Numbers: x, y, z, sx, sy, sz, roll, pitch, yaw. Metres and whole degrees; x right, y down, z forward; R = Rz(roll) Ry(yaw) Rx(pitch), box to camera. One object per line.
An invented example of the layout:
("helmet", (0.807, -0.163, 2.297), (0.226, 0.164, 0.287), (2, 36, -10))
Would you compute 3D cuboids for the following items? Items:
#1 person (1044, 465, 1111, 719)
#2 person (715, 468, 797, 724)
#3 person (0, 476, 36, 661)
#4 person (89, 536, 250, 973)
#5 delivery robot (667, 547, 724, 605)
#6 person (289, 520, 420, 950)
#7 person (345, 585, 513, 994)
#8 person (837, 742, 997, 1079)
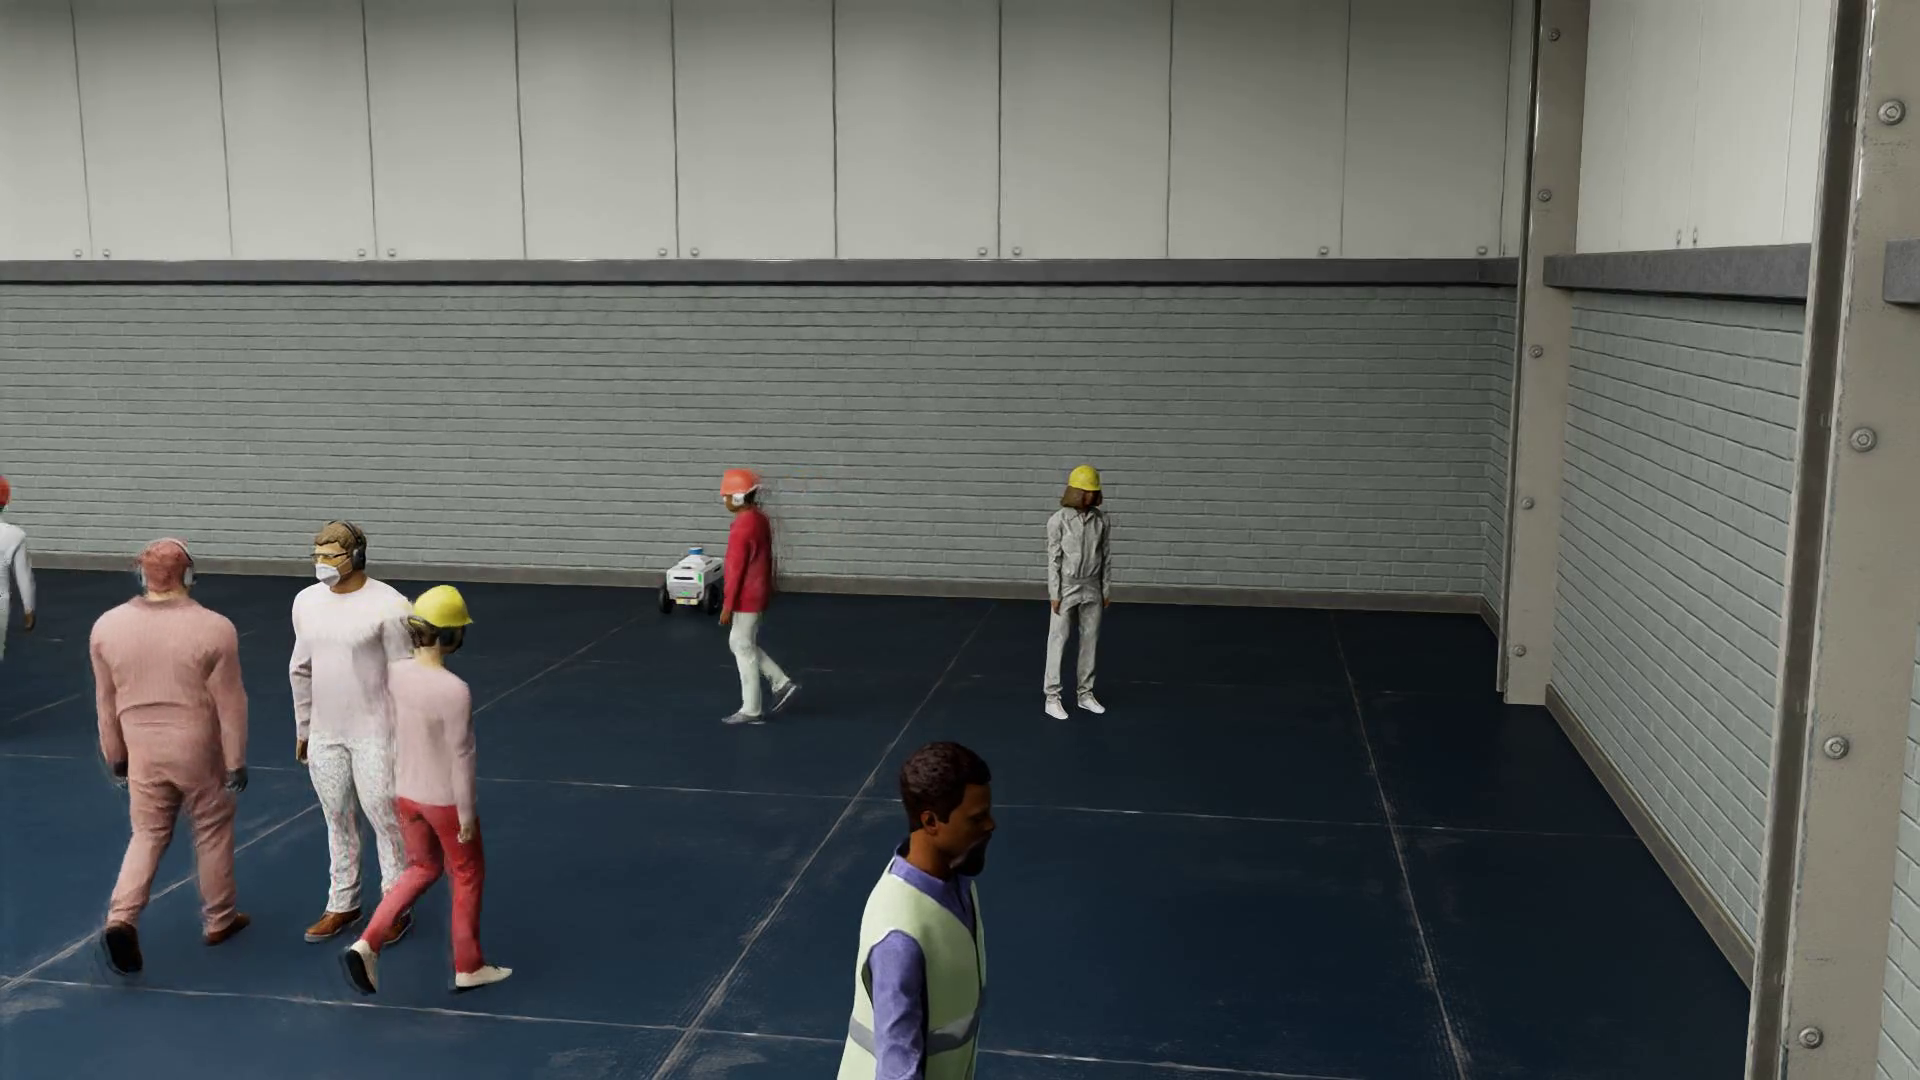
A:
("person", (0.813, 0.351, 11.289), (0.482, 1.733, 0.351), (-5, 10, -26))
("person", (-1.403, 0.383, 11.091), (0.445, 1.732, 0.559), (1, 9, 5))
("person", (-6.341, 0.441, 10.798), (0.589, 1.702, 0.543), (-2, 10, -15))
("person", (-3.442, 0.928, 7.264), (0.655, 1.889, 0.750), (0, 9, -1))
("delivery robot", (-2.364, 0.309, 14.874), (0.477, 0.478, 0.707), (1, 9, 8))
("person", (-2.717, 0.867, 7.461), (0.635, 1.938, 0.359), (3, 10, 17))
("person", (-2.213, 1.060, 6.865), (0.534, 1.750, 0.610), (7, 11, 36))
("person", (-0.109, 1.424, 4.144), (0.400, 1.910, 0.583), (2, 9, 10))
